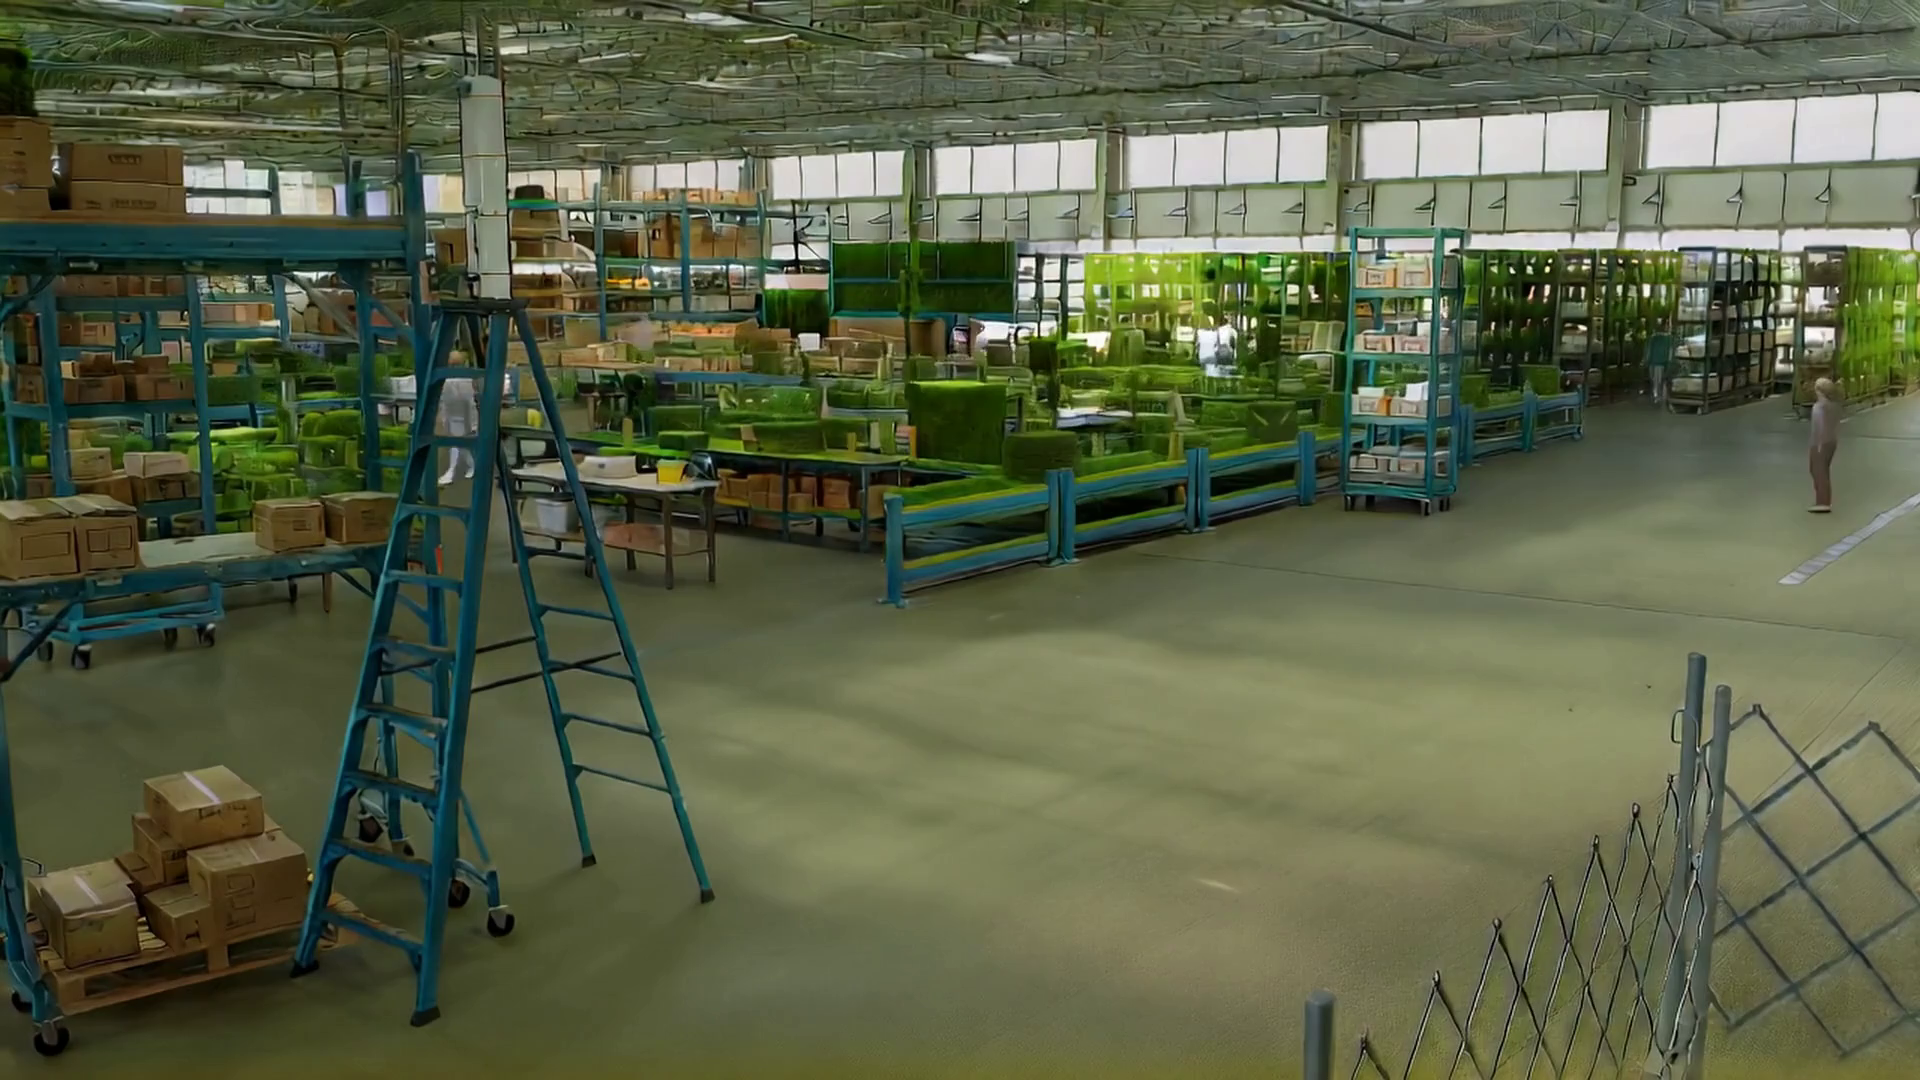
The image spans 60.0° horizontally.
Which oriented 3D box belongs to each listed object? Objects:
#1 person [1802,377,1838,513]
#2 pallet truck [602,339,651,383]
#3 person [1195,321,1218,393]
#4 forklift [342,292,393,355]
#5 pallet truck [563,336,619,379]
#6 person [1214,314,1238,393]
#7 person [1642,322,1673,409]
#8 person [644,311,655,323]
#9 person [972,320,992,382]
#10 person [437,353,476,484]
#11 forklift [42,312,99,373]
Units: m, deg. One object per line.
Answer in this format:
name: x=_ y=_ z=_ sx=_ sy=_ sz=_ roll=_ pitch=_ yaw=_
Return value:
person: x=10.967 y=-1.206 z=21.154 sx=0.594 sy=1.722 sz=0.447 roll=-6 pitch=11 yaw=-34
pallet truck: x=-8.991 y=-4.871 z=45.351 sx=0.653 sy=1.274 sz=1.630 roll=7 pitch=11 yaw=37
person: x=6.219 y=-4.587 z=41.890 sx=0.570 sy=1.840 sz=0.375 roll=-2 pitch=9 yaw=-10
forklift: x=-16.485 y=-5.622 z=45.120 sx=1.129 sy=2.768 sz=1.873 roll=7 pitch=11 yaw=37
pallet truck: x=-10.690 y=-5.294 z=48.215 sx=1.601 sy=1.201 sz=0.680 roll=-5 pitch=10 yaw=-26
person: x=6.748 y=-4.739 z=42.306 sx=0.647 sy=2.013 sz=0.457 roll=2 pitch=9 yaw=14
person: x=15.842 y=-3.978 z=37.732 sx=0.621 sy=1.963 sz=0.969 roll=7 pitch=11 yaw=36
person: x=-9.831 y=-6.281 z=52.432 sx=1.006 sy=1.863 sz=0.657 roll=-4 pitch=10 yaw=-21
person: x=0.562 y=-4.821 z=43.417 sx=0.517 sy=1.819 sz=0.612 roll=3 pitch=10 yaw=20
person: x=-7.380 y=-1.801 z=24.368 sx=0.560 sy=1.893 sz=0.980 roll=4 pitch=10 yaw=22
forklift: x=-23.779 y=-5.451 z=44.052 sx=1.873 sy=2.768 sz=1.129 roll=7 pitch=11 yaw=36
